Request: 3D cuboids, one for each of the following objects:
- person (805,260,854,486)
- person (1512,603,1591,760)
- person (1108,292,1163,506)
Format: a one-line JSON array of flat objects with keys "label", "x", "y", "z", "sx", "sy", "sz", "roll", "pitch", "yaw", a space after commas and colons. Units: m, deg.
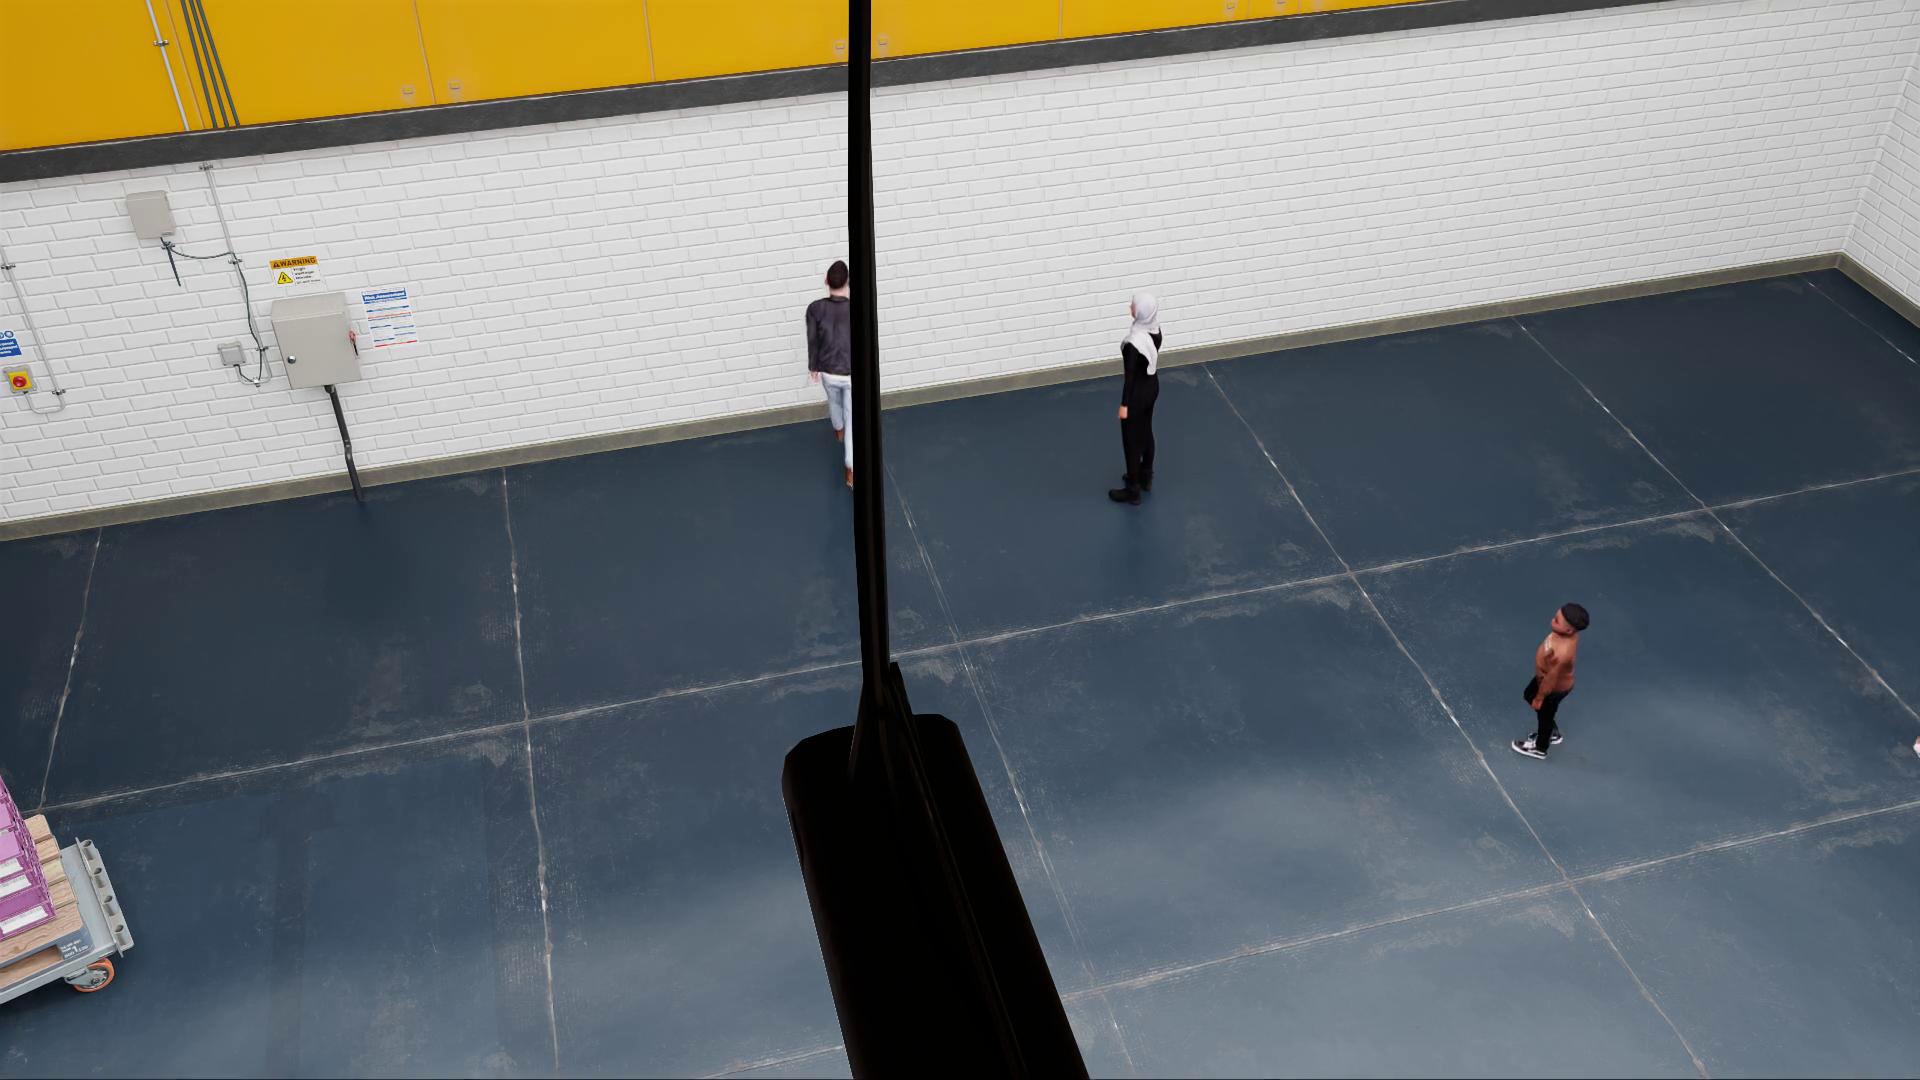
[{"label": "person", "x": -0.887, "y": -1.230, "z": 12.637, "sx": 0.911, "sy": 1.797, "sz": 1.184, "roll": 2, "pitch": 39, "yaw": 2}, {"label": "person", "x": 3.772, "y": 0.905, "z": 10.404, "sx": 0.680, "sy": 1.248, "sz": 0.605, "roll": 13, "pitch": 40, "yaw": 16}, {"label": "person", "x": 1.352, "y": -1.061, "z": 12.443, "sx": 0.730, "sy": 1.776, "sz": 0.673, "roll": 21, "pitch": 43, "yaw": 24}]
